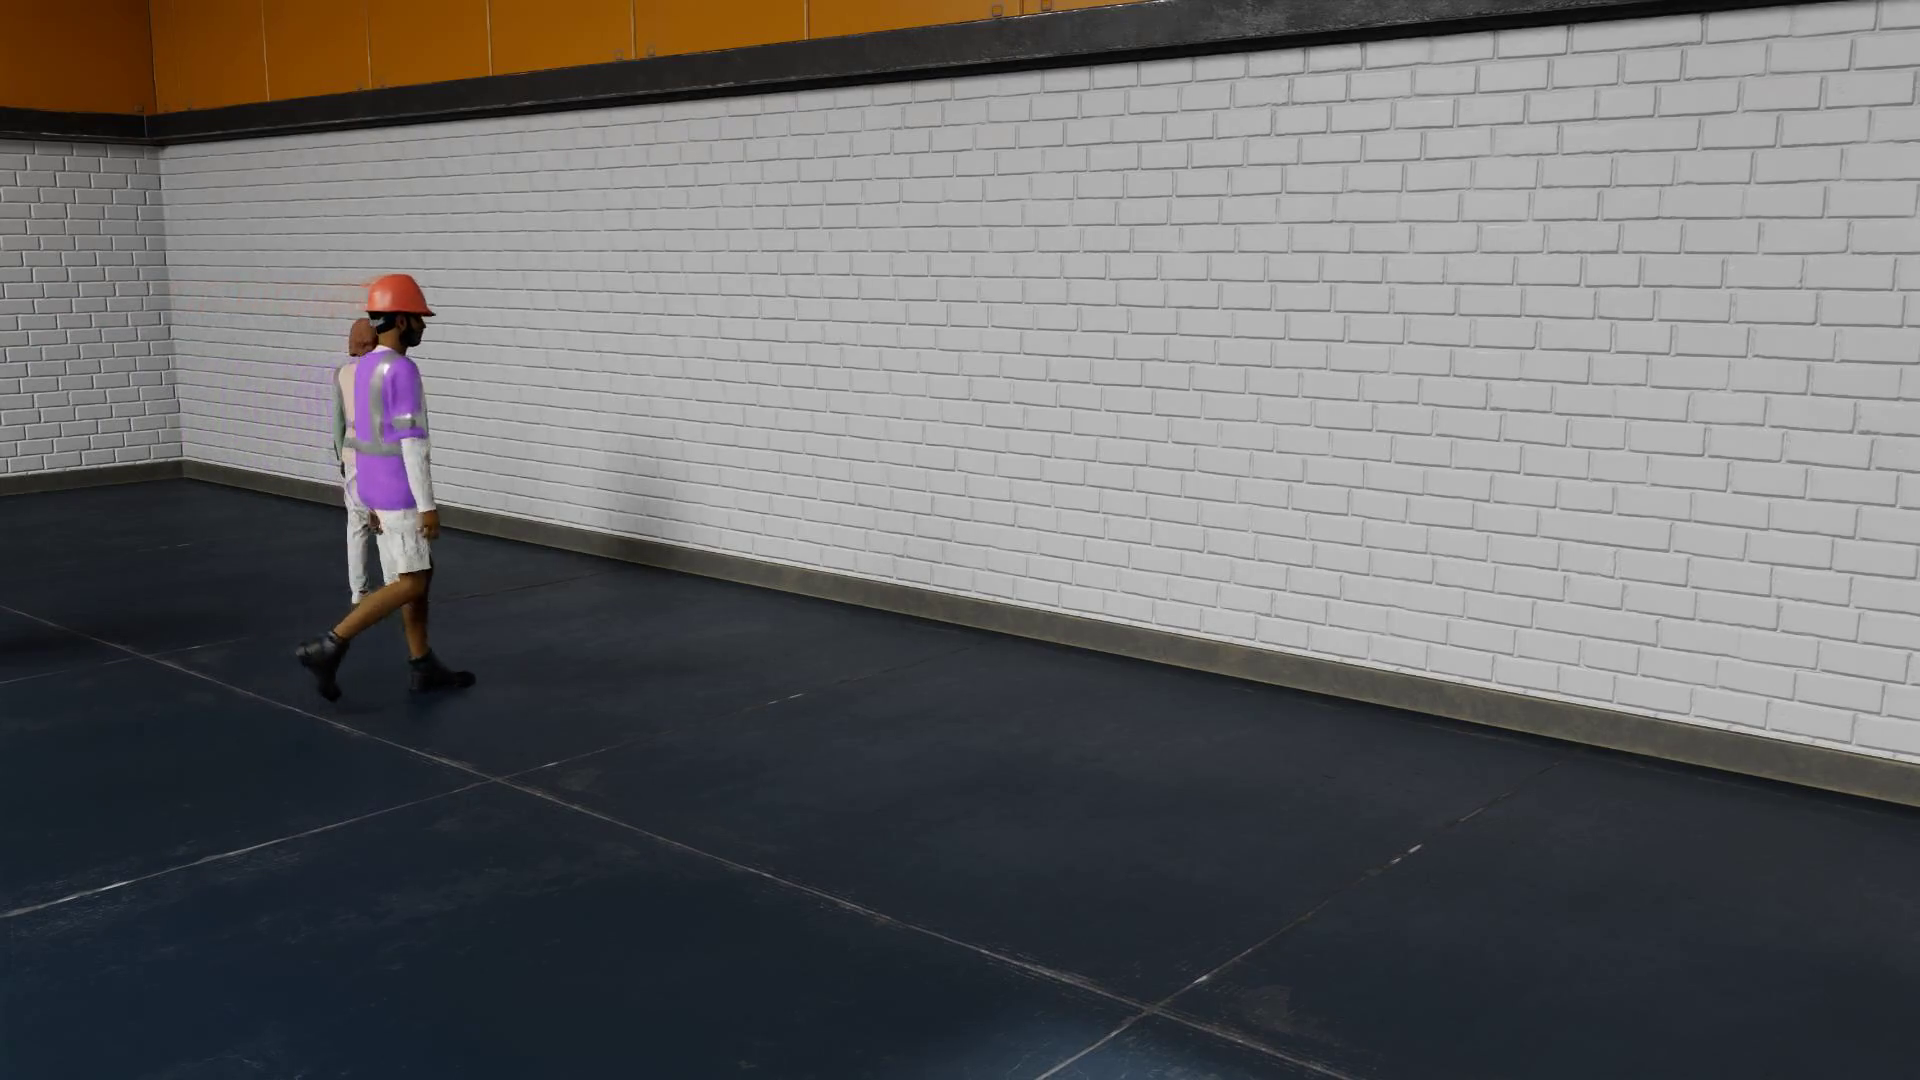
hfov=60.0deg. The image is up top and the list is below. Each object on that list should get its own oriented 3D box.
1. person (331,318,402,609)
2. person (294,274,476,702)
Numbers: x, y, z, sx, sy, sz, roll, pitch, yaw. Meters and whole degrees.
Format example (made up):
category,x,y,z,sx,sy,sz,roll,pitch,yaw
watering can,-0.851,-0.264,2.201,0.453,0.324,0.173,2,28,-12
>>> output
category,x,y,z,sx,sy,sz,roll,pitch,yaw
person,-3.285,-0.424,9.346,0.523,1.636,0.310,4,11,22
person,-2.565,-0.207,7.332,0.736,1.914,0.560,-6,12,-32
